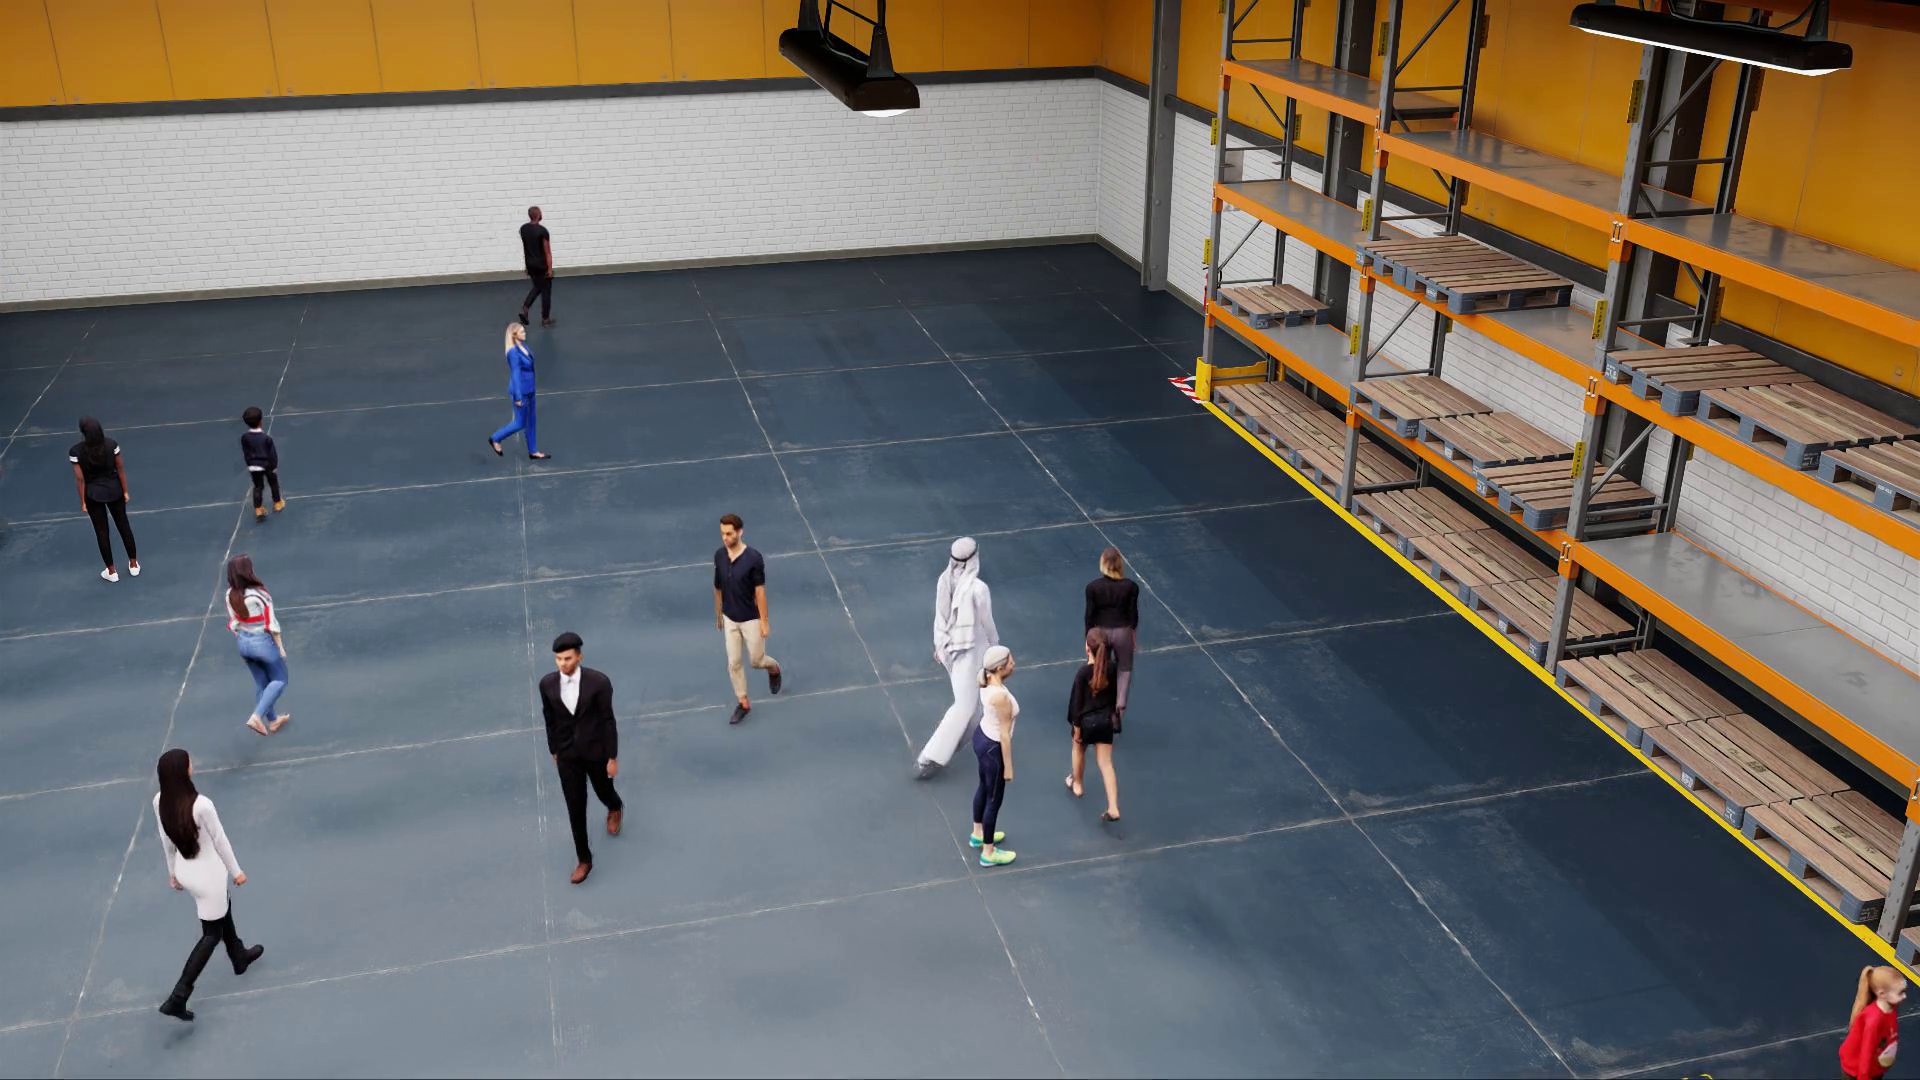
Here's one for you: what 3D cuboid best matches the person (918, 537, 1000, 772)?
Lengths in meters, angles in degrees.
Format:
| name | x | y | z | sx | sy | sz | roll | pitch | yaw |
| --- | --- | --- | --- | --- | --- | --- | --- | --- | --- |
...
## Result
| name | x | y | z | sx | sy | sz | roll | pitch | yaw |
| --- | --- | --- | --- | --- | --- | --- | --- | --- | --- |
| person | -0.010 | 0.927 | 13.111 | 1.128 | 1.891 | 1.300 | -21 | 31 | -39 |

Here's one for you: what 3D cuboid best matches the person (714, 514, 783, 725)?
| name | x | y | z | sx | sy | sz | roll | pitch | yaw |
| --- | --- | --- | --- | --- | --- | --- | --- | --- | --- |
| person | -1.763 | 0.613 | 13.896 | 0.936 | 1.838 | 1.038 | 8 | 25 | 18 |

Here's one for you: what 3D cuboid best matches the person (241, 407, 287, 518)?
| name | x | y | z | sx | sy | sz | roll | pitch | yaw |
| --- | --- | --- | --- | --- | --- | --- | --- | --- | --- |
| person | -7.574 | -0.821 | 17.958 | 0.625 | 1.212 | 0.796 | 0 | 24 | 0 |

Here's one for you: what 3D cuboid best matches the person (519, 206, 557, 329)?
| name | x | y | z | sx | sy | sz | roll | pitch | yaw |
| --- | --- | --- | --- | --- | --- | --- | --- | --- | --- |
| person | -6.256 | -3.982 | 24.445 | 0.968 | 1.808 | 1.027 | 13 | 27 | 28 |

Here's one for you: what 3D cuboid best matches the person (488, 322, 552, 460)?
| name | x | y | z | sx | sy | sz | roll | pitch | yaw |
| --- | --- | --- | --- | --- | --- | --- | --- | --- | --- |
| person | -5.204 | -1.710 | 19.400 | 0.812 | 1.686 | 0.915 | -1 | 24 | -2 |

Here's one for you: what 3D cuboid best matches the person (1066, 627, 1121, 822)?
| name | x | y | z | sx | sy | sz | roll | pitch | yaw |
| --- | --- | --- | --- | --- | --- | --- | --- | --- | --- |
| person | 1.040 | 1.400 | 12.482 | 0.604 | 1.527 | 1.060 | -8 | 25 | -17 |

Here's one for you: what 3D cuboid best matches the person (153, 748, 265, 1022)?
| name | x | y | z | sx | sy | sz | roll | pitch | yaw |
| --- | --- | --- | --- | --- | --- | --- | --- | --- | --- |
| person | -4.807 | 2.170 | 10.413 | 1.066 | 1.775 | 1.191 | 10 | 26 | 22 |

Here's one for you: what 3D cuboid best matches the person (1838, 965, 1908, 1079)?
| name | x | y | z | sx | sy | sz | roll | pitch | yaw |
| --- | --- | --- | --- | --- | --- | --- | --- | --- | --- |
| person | 5.006 | 2.924 | 9.322 | 0.708 | 1.267 | 0.888 | -20 | 30 | -38 |

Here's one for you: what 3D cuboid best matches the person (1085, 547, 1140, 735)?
| name | x | y | z | sx | sy | sz | roll | pitch | yaw |
| --- | --- | --- | --- | --- | --- | --- | --- | --- | --- |
| person | 1.241 | 0.874 | 13.523 | 0.711 | 1.659 | 0.837 | 0 | 24 | 0 |

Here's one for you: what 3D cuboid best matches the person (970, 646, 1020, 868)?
| name | x | y | z | sx | sy | sz | roll | pitch | yaw |
| --- | --- | --- | --- | --- | --- | --- | --- | --- | --- |
| person | 0.226 | 1.527 | 11.979 | 0.641 | 1.699 | 0.465 | -7 | 24 | -15 |

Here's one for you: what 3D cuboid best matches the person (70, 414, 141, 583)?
| name | x | y | z | sx | sy | sz | roll | pitch | yaw |
| --- | --- | --- | --- | --- | --- | --- | --- | --- | --- |
| person | -8.452 | -0.433 | 16.429 | 0.711 | 1.726 | 0.735 | -19 | 30 | -37 |

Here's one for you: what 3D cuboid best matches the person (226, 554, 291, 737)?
| name | x | y | z | sx | sy | sz | roll | pitch | yaw |
| --- | --- | --- | --- | --- | --- | --- | --- | --- | --- |
| person | -5.748 | 0.901 | 13.529 | 0.812 | 1.604 | 0.911 | 6 | 24 | 14 |

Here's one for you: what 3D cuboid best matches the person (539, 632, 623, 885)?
| name | x | y | z | sx | sy | sz | roll | pitch | yaw |
| --- | --- | --- | --- | --- | --- | --- | --- | --- | --- |
| person | -2.650 | 1.469 | 11.912 | 0.921 | 1.858 | 1.207 | 1 | 24 | 3 |
